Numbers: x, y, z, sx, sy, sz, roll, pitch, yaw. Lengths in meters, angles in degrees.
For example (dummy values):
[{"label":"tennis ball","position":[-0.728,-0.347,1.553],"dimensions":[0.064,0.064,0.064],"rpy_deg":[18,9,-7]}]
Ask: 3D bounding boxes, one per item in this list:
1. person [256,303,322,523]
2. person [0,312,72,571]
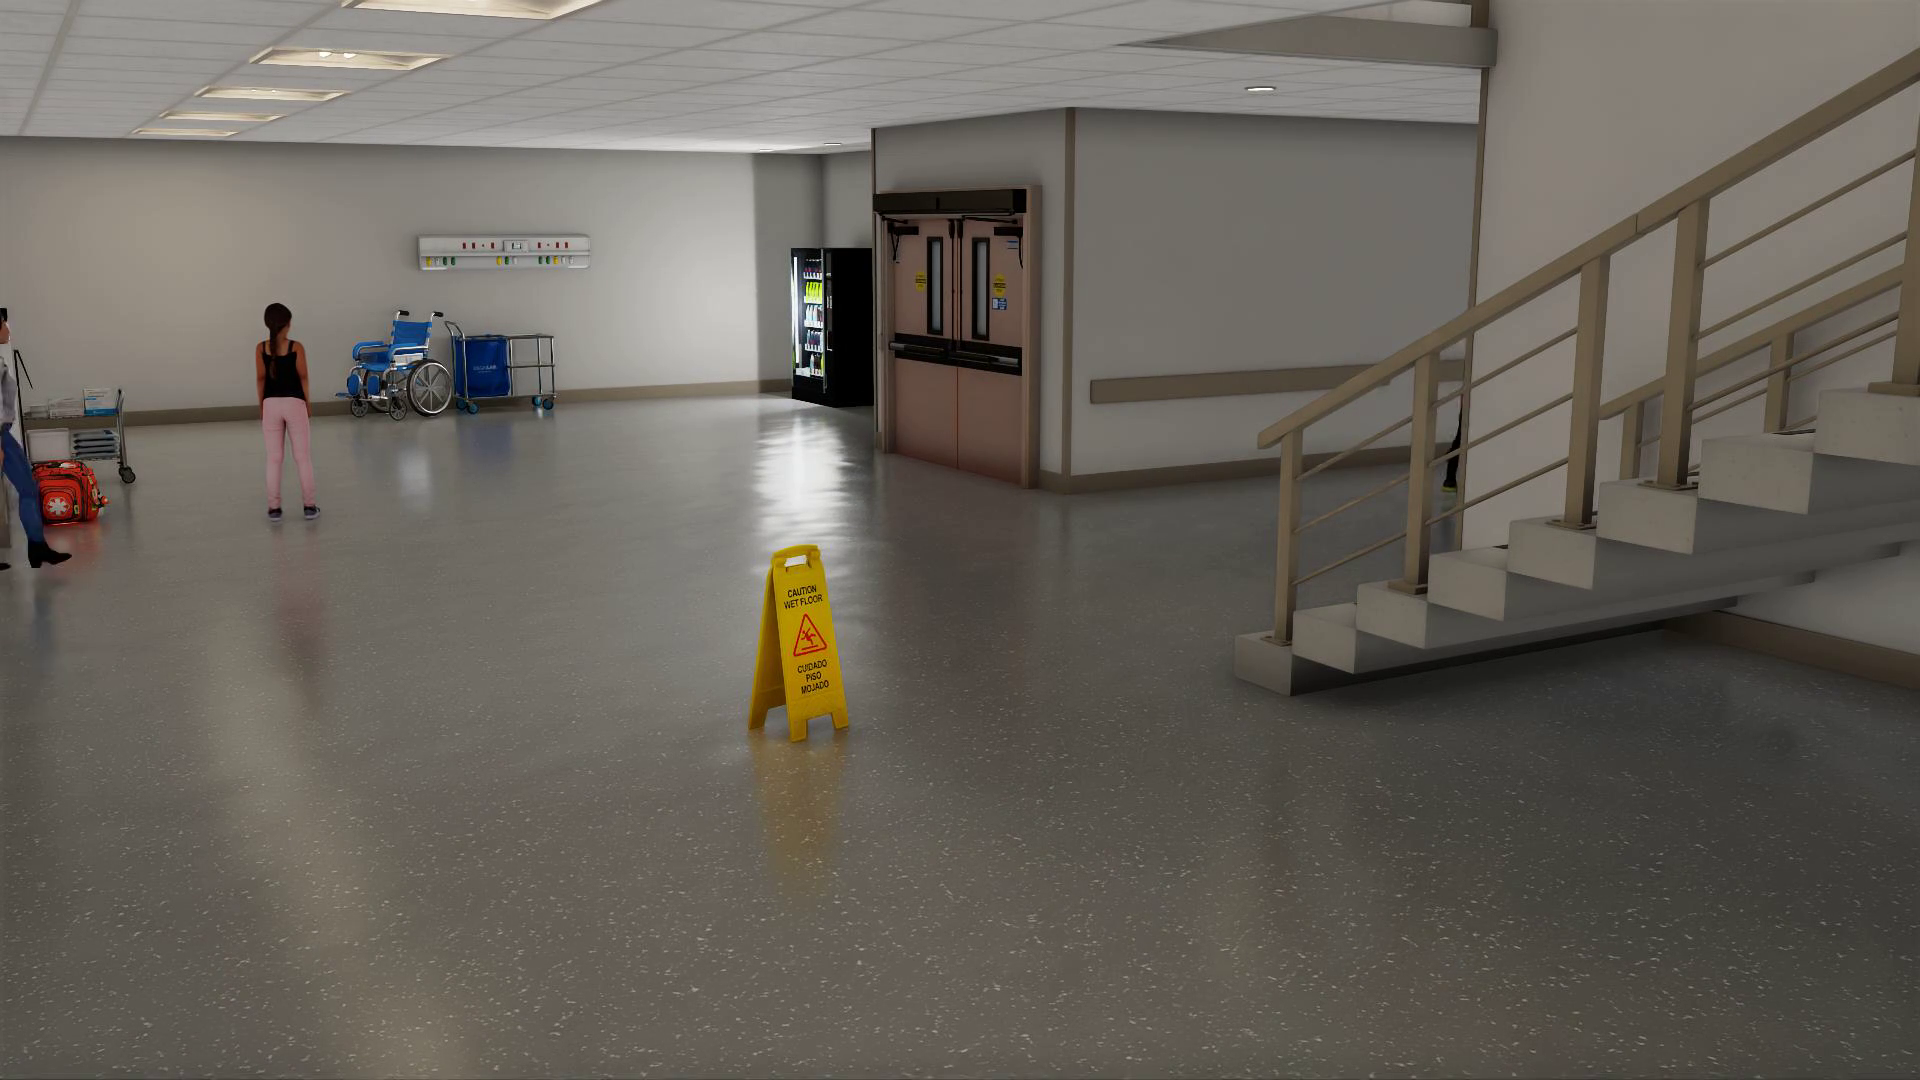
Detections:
[{"label":"person","position":[-4.868,-0.926,11.992],"dimensions":[0.567,1.562,0.575],"rpy_deg":[-2,11,-12]},{"label":"person","position":[-5.910,-0.573,9.995],"dimensions":[0.805,1.612,0.805],"rpy_deg":[10,15,44]}]
